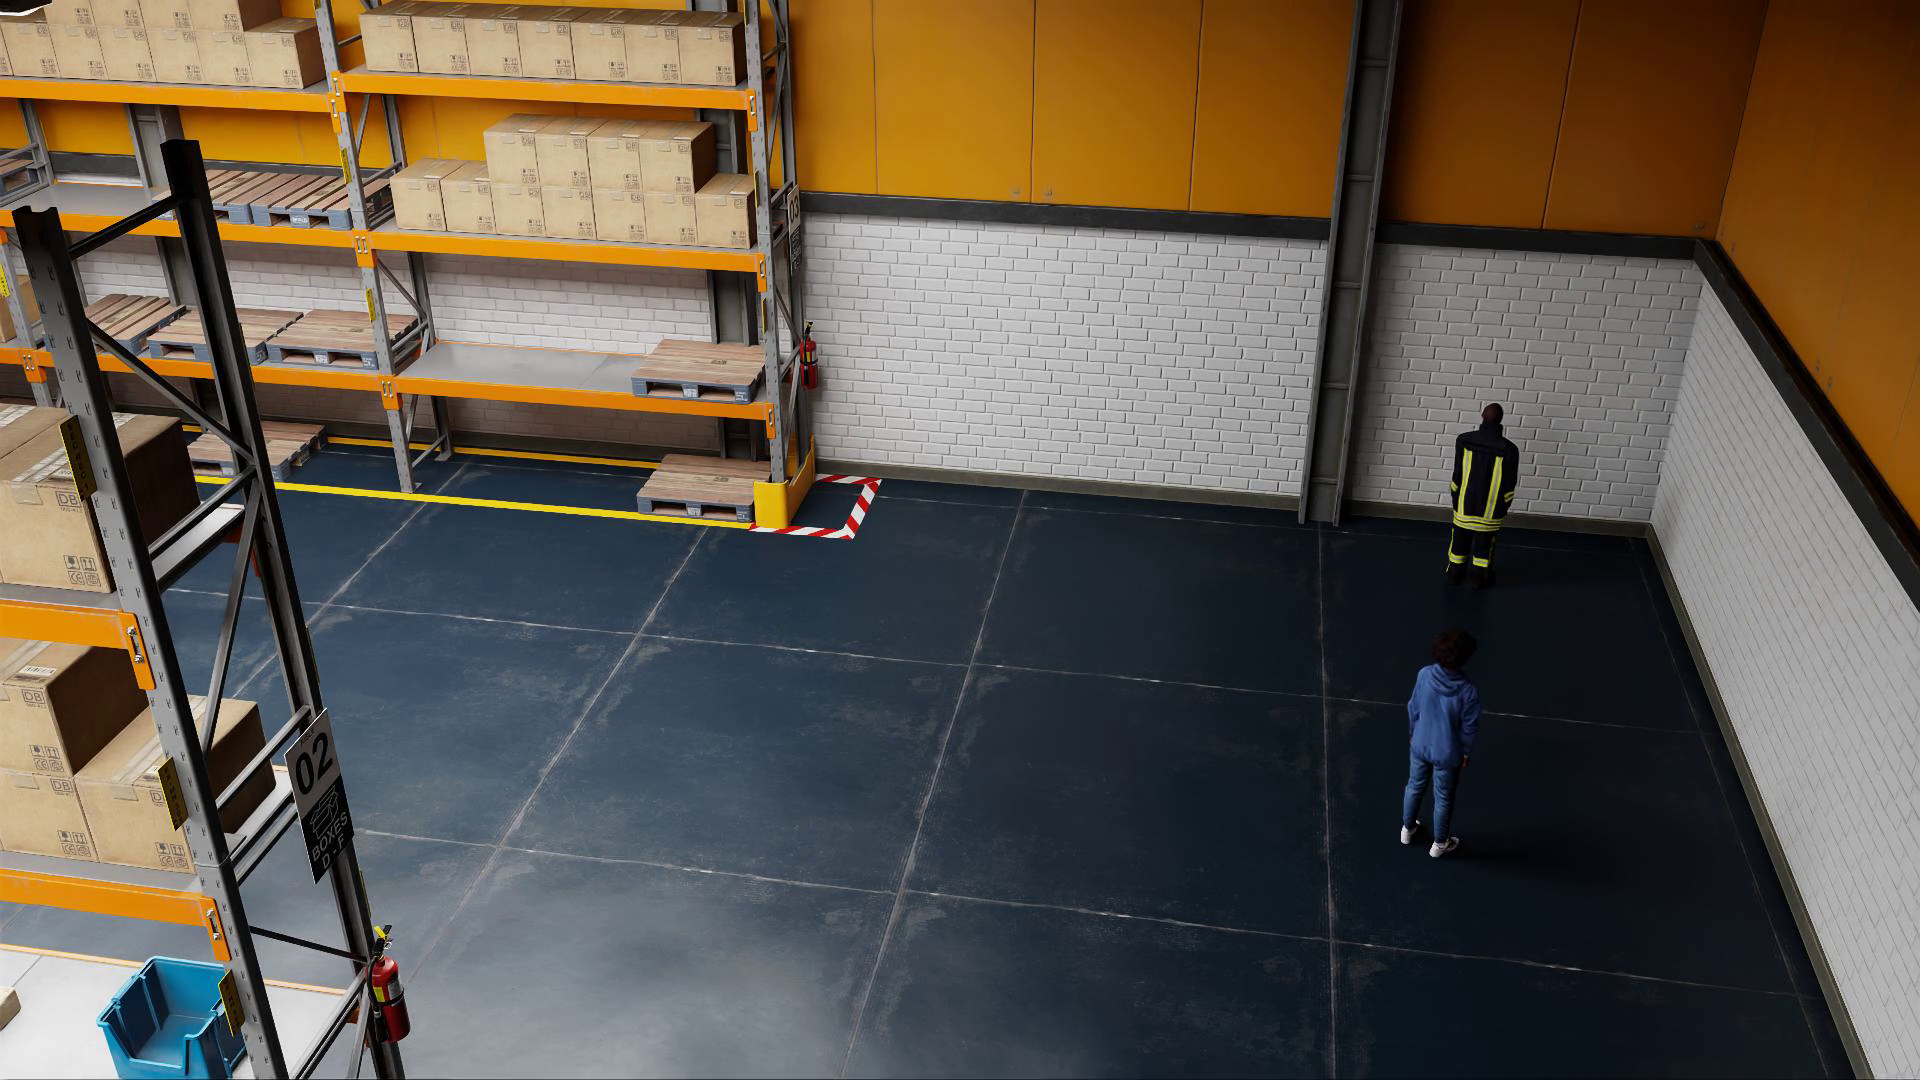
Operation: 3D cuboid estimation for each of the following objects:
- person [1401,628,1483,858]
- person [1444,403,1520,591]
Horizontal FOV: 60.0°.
[{"bbox_3d":[3.405,1.431,11.820,0.708,1.811,0.815,25,37,38],"label":"person"},{"bbox_3d":[4.763,-0.416,15.193,0.747,1.822,0.896,16,32,27],"label":"person"}]
